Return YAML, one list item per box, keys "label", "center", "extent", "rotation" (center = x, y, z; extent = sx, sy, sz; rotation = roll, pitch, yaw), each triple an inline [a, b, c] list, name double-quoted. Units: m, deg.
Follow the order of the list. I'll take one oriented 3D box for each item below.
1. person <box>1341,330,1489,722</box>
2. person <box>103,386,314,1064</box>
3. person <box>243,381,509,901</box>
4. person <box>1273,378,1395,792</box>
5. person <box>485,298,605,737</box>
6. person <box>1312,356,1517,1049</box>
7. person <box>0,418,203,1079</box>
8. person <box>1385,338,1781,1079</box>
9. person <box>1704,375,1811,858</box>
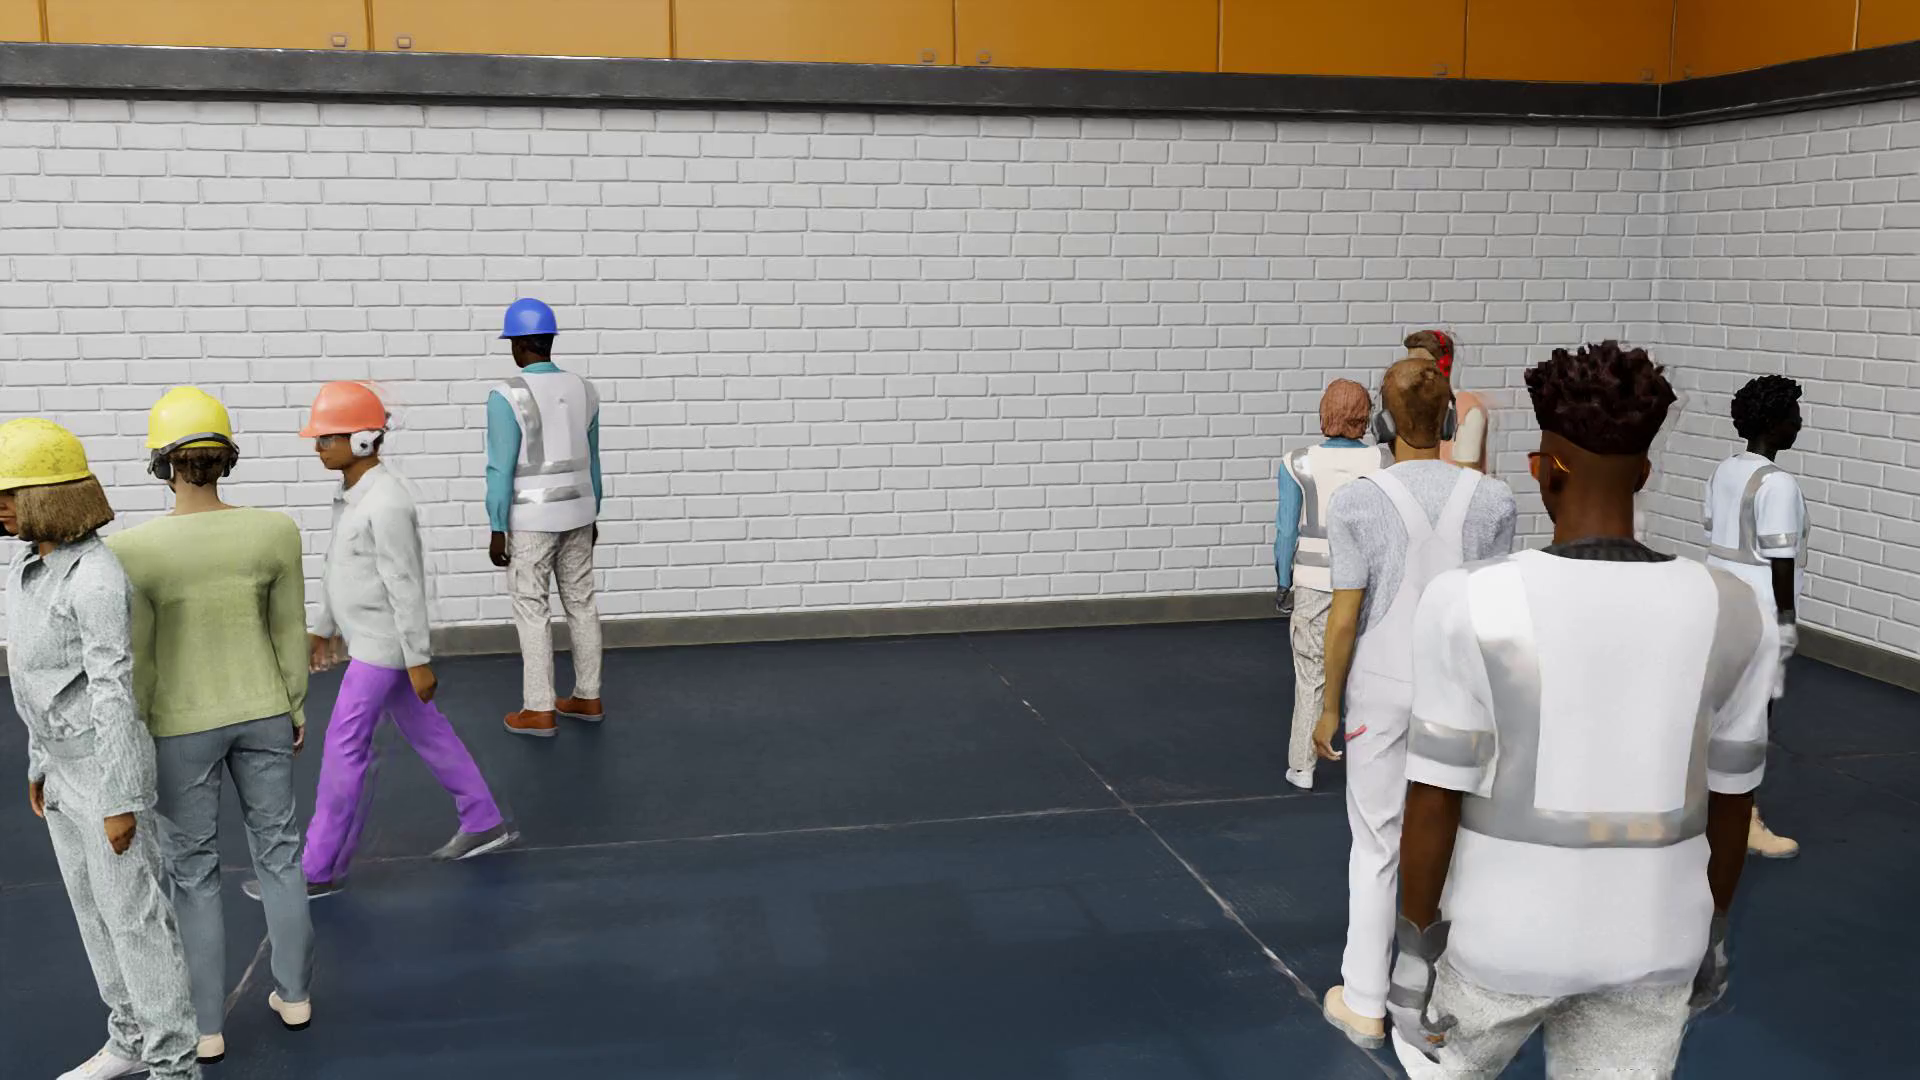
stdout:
- label: "person"
  center: [2.231, -0.058, 7.621]
  extent: [0.935, 1.810, 0.564]
  rotation: [-5, 10, -27]
- label: "person"
  center: [-1.961, 0.483, 4.369]
  extent: [0.308, 1.769, 0.524]
  rotation: [8, 12, 41]
- label: "person"
  center: [-1.951, 0.316, 5.577]
  extent: [0.891, 1.706, 0.569]
  rotation: [-5, 10, -27]
- label: "person"
  center: [1.493, 0.190, 6.539]
  extent: [0.522, 1.640, 0.306]
  rotation: [1, 9, 7]
- label: "person"
  center: [-1.857, -0.102, 7.420]
  extent: [0.423, 1.939, 0.624]
  rotation: [6, 11, 34]
- label: "person"
  center: [1.193, 0.439, 4.414]
  extent: [0.506, 1.840, 0.343]
  rotation: [-1, 9, -3]
- label: "person"
  center: [-2.099, 0.568, 3.981]
  extent: [0.496, 1.732, 0.383]
  rotation: [9, 13, 43]
- label: "person"
  center: [1.022, 0.643, 2.814]
  extent: [0.618, 1.951, 0.426]
  rotation: [0, 9, -1]
- label: "person"
  center: [2.817, 0.263, 5.918]
  extent: [0.318, 1.697, 0.535]
  rotation: [0, 9, -1]
